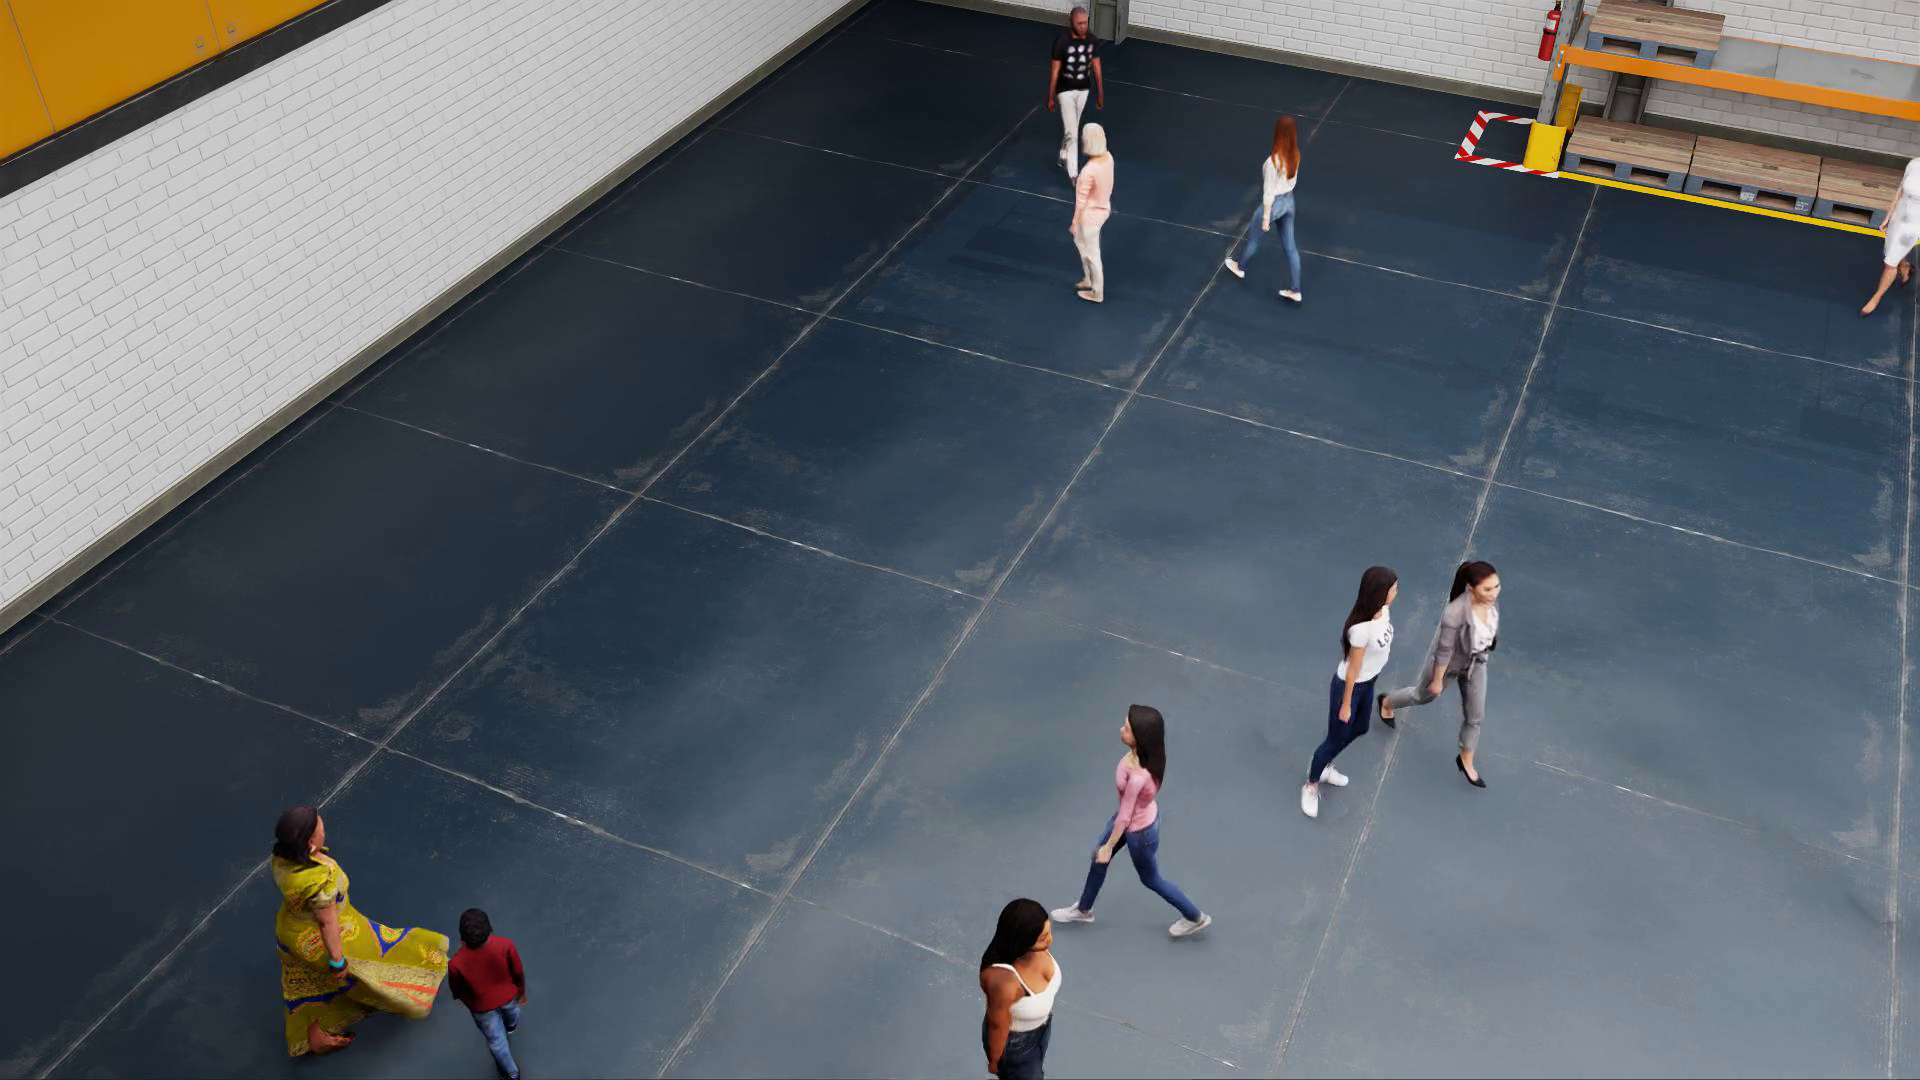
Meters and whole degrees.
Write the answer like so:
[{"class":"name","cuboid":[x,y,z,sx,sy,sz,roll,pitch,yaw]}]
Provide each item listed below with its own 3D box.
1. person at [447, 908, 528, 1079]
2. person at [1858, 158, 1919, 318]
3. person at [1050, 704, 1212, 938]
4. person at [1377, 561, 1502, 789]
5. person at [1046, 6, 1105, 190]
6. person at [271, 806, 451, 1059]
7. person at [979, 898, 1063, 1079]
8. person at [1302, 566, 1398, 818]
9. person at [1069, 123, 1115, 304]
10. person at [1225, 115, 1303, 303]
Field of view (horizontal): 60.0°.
[{"class":"person","cuboid":[-2.402,2.383,8.583,0.729,1.234,0.849,-22,43,-25]},{"class":"person","cuboid":[8.422,-2.818,14.700,1.001,1.727,1.016,-19,42,-22]},{"class":"person","cuboid":[1.055,1.610,9.173,1.216,1.705,0.871,2,39,3]},{"class":"person","cuboid":[2.997,0.749,10.304,0.976,1.640,1.193,-23,44,-26]},{"class":"person","cuboid":[1.107,-4.535,16.811,1.087,1.775,1.166,-15,41,-17]},{"class":"person","cuboid":[-3.378,2.104,8.628,1.064,1.613,1.242,-31,48,-33]},{"class":"person","cuboid":[0.185,2.375,8.142,0.744,1.797,0.642,15,41,18]},{"class":"person","cuboid":[2.314,0.900,10.021,0.626,1.755,0.770,29,47,31]},{"class":"person","cuboid":[1.258,-2.871,14.775,0.623,1.716,0.630,20,43,23]},{"class":"person","cuboid":[2.897,-2.915,14.859,0.982,1.680,1.215,-24,44,-27]}]
